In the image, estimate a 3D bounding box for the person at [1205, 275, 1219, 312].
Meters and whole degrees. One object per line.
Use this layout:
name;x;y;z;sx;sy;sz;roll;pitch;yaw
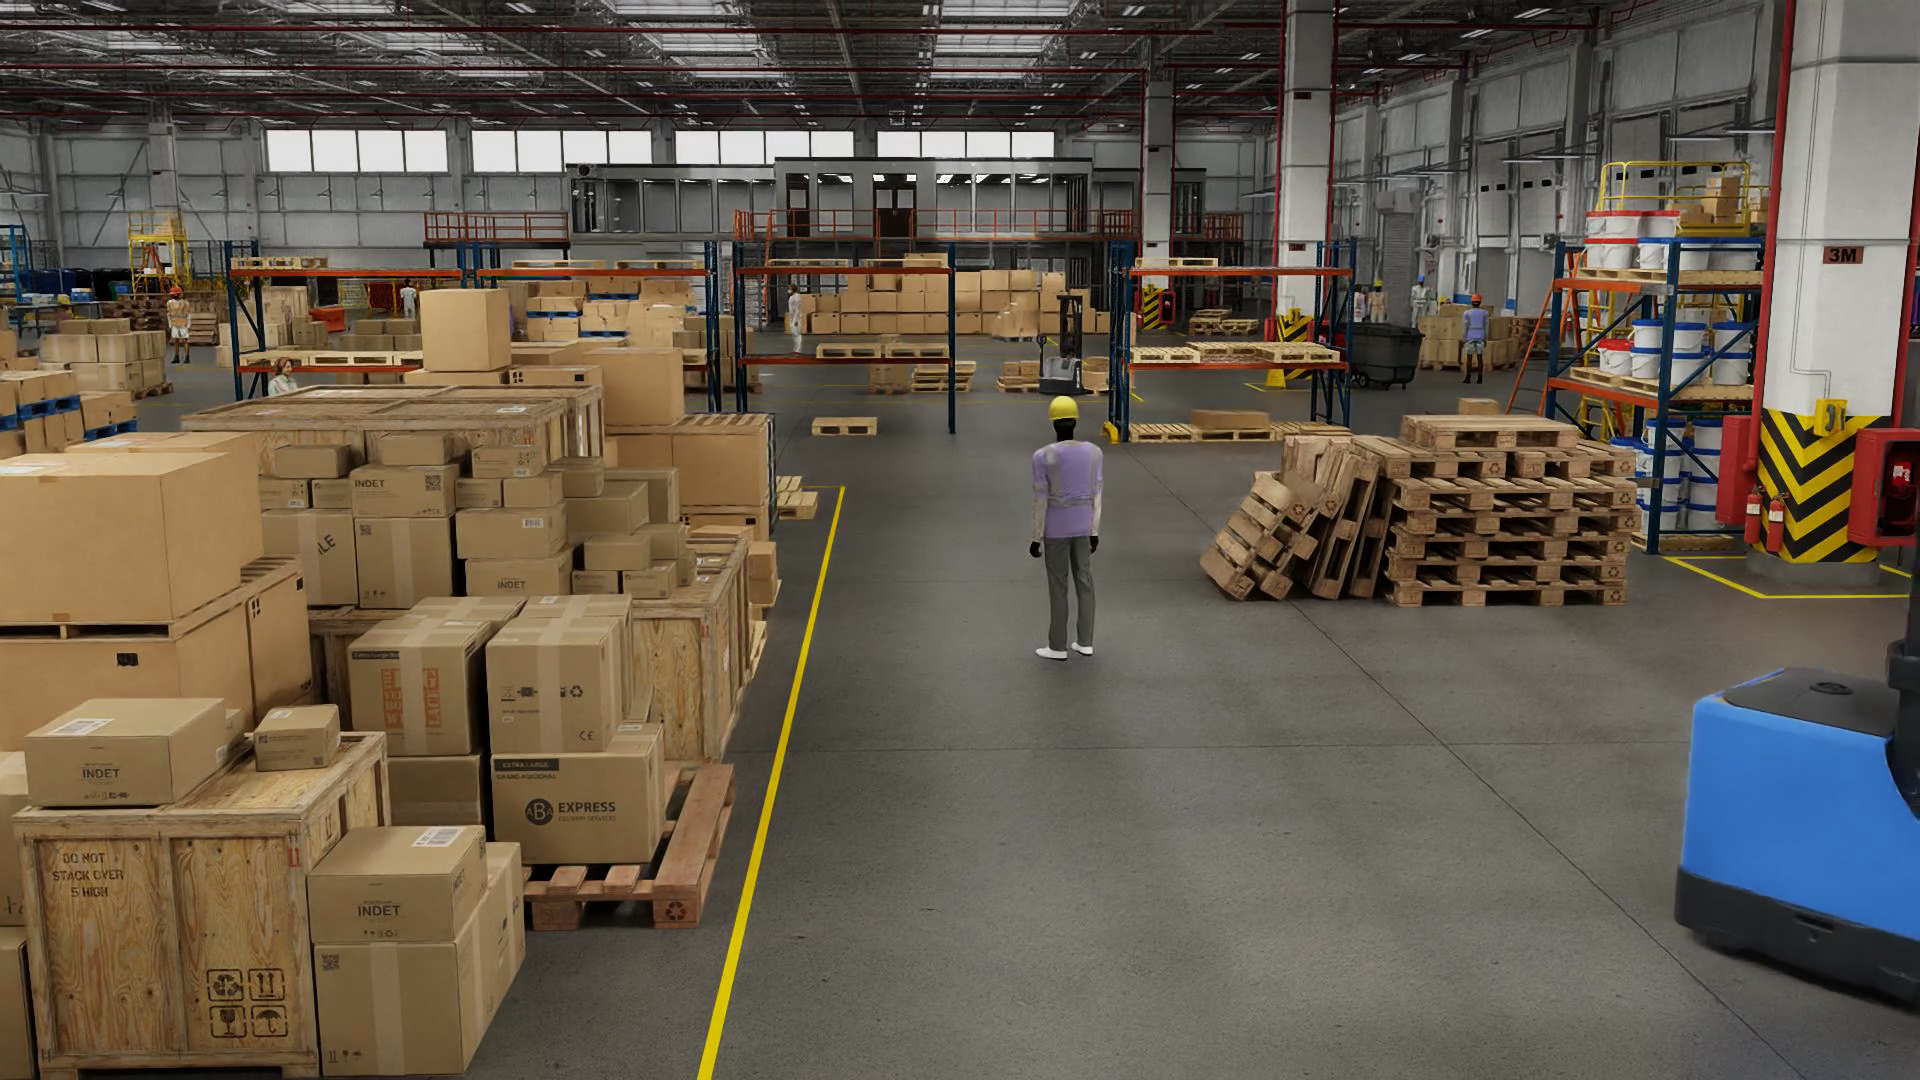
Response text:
person;10.835;-10.783;71.553;0.612;1.986;0.407;3;11;17

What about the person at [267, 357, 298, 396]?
person;-8.233;-1.414;20.317;0.311;1.639;0.513;2;10;12

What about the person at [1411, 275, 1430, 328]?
person;14.933;-7.601;53.940;0.610;1.943;0.412;2;10;12

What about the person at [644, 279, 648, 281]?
person;-10.111;-7.499;53.645;0.518;1.842;0.329;5;11;25

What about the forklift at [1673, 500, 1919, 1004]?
forklift;4.089;0.413;6.681;1.129;2.768;1.873;-9;13;-40

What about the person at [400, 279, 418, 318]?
person;-17.501;-7.363;52.836;0.521;1.864;0.334;-2;10;-11

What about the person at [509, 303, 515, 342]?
person;-10.840;-4.993;39.475;0.591;1.920;0.392;4;11;20

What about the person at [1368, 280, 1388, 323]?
person;12.374;-6.748;49.291;0.594;1.896;0.791;4;11;19

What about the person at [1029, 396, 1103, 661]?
person;0.761;-0.081;12.096;0.589;1.924;0.383;-6;12;-29

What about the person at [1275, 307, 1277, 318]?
person;7.560;-4.811;38.858;0.636;1.788;0.976;5;12;28

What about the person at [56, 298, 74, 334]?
person;-21.021;-4.819;39.074;0.518;1.723;0.925;7;12;33

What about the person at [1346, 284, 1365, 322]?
person;11.278;-6.358;47.291;0.429;1.845;0.621;-8;13;-37

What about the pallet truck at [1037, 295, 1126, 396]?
pallet truck;2.483;-3.881;33.060;1.885;1.965;0.823;-7;13;-36

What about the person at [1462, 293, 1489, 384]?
person;11.034;-4.317;35.655;0.542;1.938;0.358;1;10;5

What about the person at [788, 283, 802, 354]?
person;-4.404;-5.873;44.368;0.369;1.933;0.624;-5;11;-24

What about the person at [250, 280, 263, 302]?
person;-20.483;-6.637;48.553;0.622;1.951;0.468;9;14;43

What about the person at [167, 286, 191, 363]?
person;-19.498;-5.370;41.532;0.547;1.934;0.375;0;10;-3
